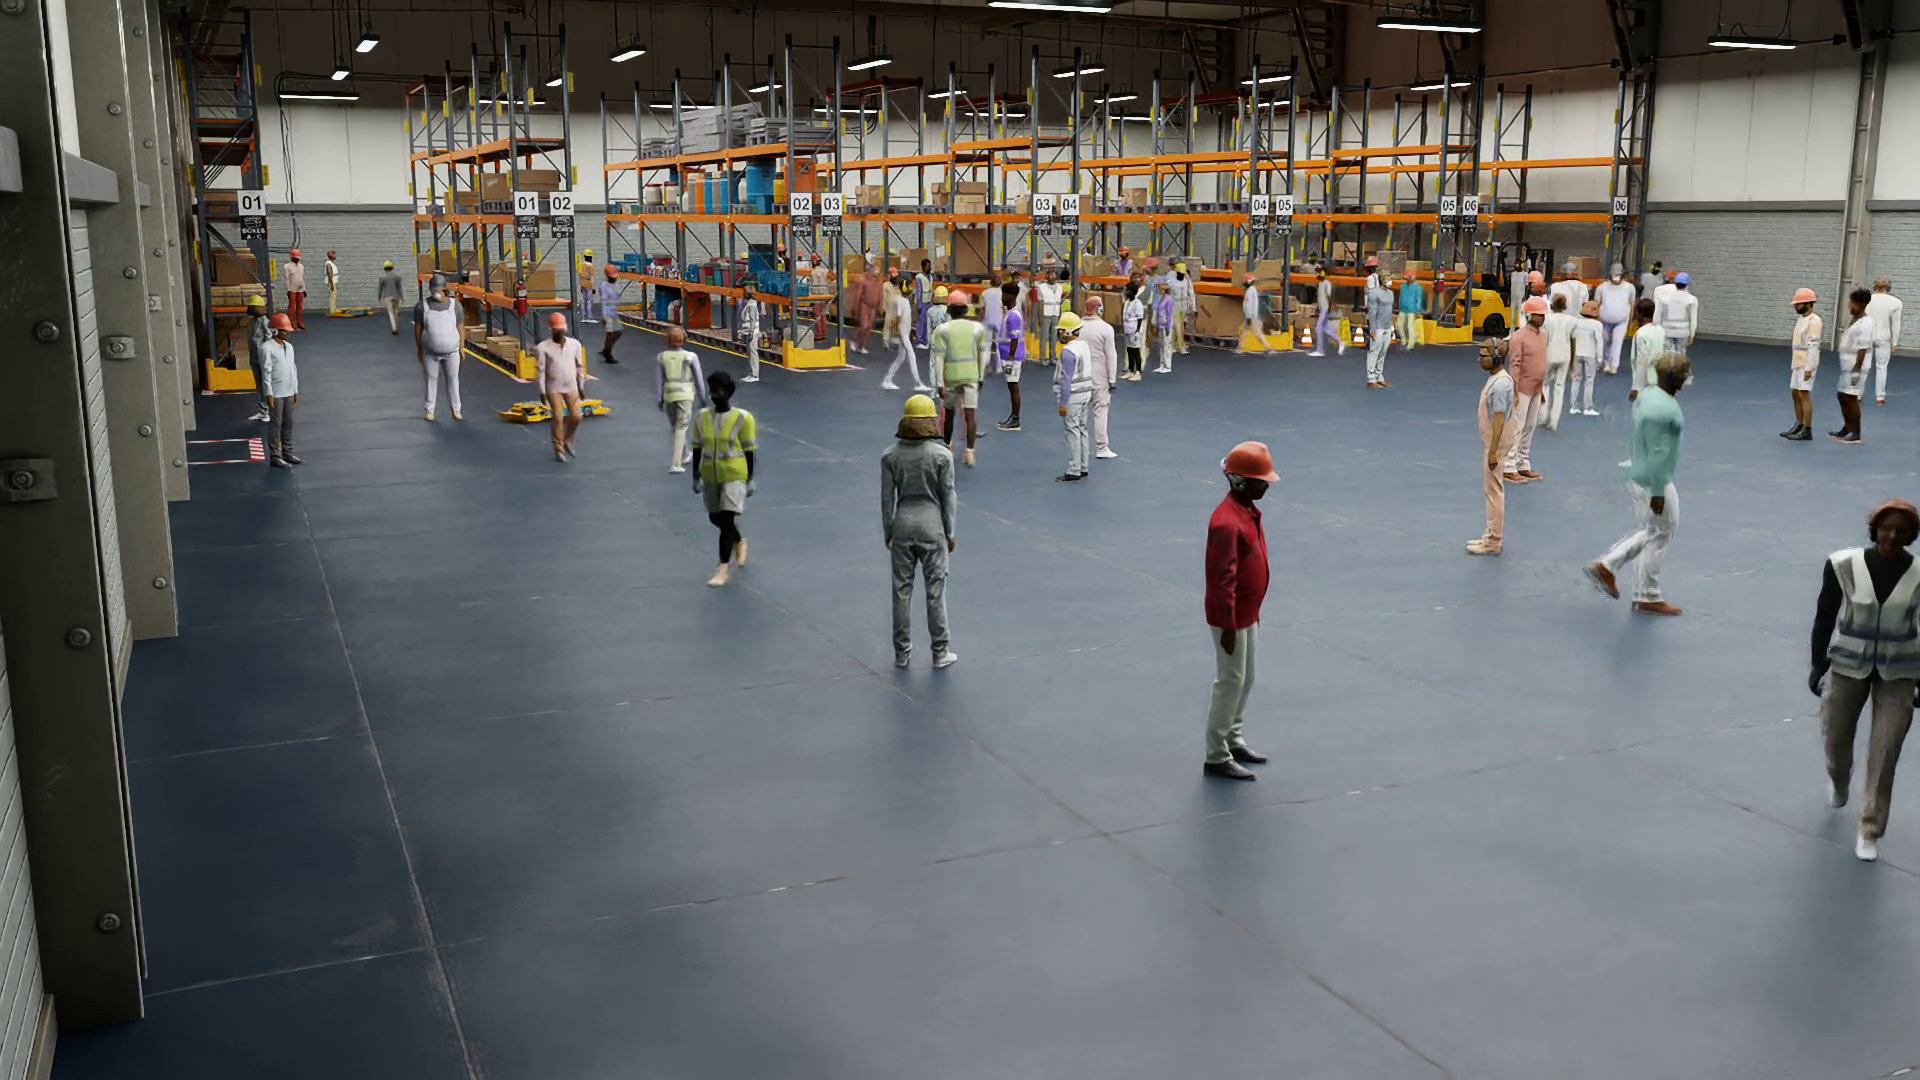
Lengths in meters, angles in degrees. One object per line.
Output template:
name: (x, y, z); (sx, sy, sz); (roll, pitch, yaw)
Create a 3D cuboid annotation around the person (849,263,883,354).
person: (-1.879, -4.748, 34.119); (0.532, 1.866, 0.675); (9, 14, 39)

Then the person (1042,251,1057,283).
person: (2.915, -8.625, 54.388); (0.522, 1.640, 0.305); (1, 11, 5)

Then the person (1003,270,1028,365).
person: (0.951, -4.087, 30.852); (0.528, 1.837, 0.779); (-6, 13, -28)

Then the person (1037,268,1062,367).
person: (1.683, -4.178, 31.258); (0.570, 1.844, 0.379); (-8, 14, -37)

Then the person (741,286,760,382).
person: (-3.582, -3.525, 28.458); (0.308, 1.645, 0.514); (-3, 12, -15)

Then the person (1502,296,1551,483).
person: (6.096, -1.608, 17.820); (0.623, 1.992, 0.396); (-10, 15, -40)

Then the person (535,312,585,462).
person: (-4.616, -1.768, 19.291); (0.584, 1.734, 0.381); (-7, 13, -33)

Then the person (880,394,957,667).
person: (-0.254, -0.054, 10.579); (0.483, 1.738, 0.313); (3, 11, 14)

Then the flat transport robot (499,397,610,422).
flat transport robot: (-5.715, -1.852, 23.457); (0.652, 0.197, 1.431); (9, 14, 37)

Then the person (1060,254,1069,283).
person: (2.941, -7.015, 45.915); (0.352, 1.758, 0.526); (-2, 11, -9)

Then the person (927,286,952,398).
person: (-0.289, -3.066, 25.874); (0.484, 1.742, 0.301); (8, 13, 34)

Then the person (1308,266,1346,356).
person: (7.465, -4.640, 33.678); (0.747, 1.829, 0.520); (0, 11, -1)

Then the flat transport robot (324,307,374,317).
flat transport robot: (-17.038, -6.367, 46.400); (0.652, 0.197, 1.431); (2, 11, 12)

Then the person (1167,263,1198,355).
person: (4.468, -4.728, 34.042); (0.607, 1.866, 1.035); (-4, 12, -21)

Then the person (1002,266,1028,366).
person: (0.994, -4.166, 31.086); (0.613, 1.889, 0.659); (7, 13, 30)

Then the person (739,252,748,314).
person: (-6.128, -7.299, 47.349); (0.342, 1.756, 0.518); (1, 11, 3)

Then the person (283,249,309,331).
person: (-16.277, -6.124, 40.793); (0.398, 1.985, 0.609); (5, 12, 23)

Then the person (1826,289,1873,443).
person: (11.185, -2.168, 20.829); (0.375, 1.930, 0.682); (2, 11, 12)

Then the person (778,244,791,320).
person: (-4.763, -6.934, 44.755); (0.366, 2.047, 0.607); (6, 12, 26)

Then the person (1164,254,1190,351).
person: (4.466, -4.962, 34.747); (0.687, 2.000, 0.535); (-11, 15, -43)

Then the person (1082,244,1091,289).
person: (4.160, -8.717, 54.267); (0.357, 1.879, 0.567); (6, 13, 27)

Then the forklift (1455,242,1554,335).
forklift: (13.047, -6.049, 39.881); (2.313, 2.155, 1.214); (-5, 12, -23)

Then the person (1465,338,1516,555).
person: (4.506, -0.790, 14.073); (0.348, 1.839, 0.504); (3, 12, 15)

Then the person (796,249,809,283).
person: (-5.026, -8.275, 52.353); (0.575, 1.739, 0.349); (-2, 11, -12)

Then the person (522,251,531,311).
person: (-12.867, -7.654, 49.164); (0.342, 1.748, 0.573); (-6, 12, -27)

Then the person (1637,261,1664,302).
person: (15.567, -5.384, 37.493); (0.530, 1.809, 0.963); (1, 11, 5)

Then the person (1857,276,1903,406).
person: (13.763, -2.985, 25.000); (0.625, 1.930, 0.380); (9, 14, 38)

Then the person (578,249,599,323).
person: (-9.757, -6.656, 43.646); (0.591, 1.926, 0.386); (10, 15, 42)

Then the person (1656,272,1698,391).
person: (11.529, -3.339, 26.780); (0.629, 1.927, 0.551); (5, 12, 26)

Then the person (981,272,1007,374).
person: (0.608, -3.834, 29.558); (0.544, 1.825, 0.712); (2, 11, 12)

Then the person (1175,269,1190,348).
person: (4.747, -4.935, 35.513); (0.319, 1.689, 0.539); (-2, 11, -11)

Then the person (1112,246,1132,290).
person: (4.179, -6.482, 42.467); (0.613, 2.041, 0.393); (4, 12, 19)

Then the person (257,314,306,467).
person: (-7.715, -1.701, 18.945); (0.352, 1.741, 0.569); (3, 11, 13)

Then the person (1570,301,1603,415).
person: (8.953, -2.597, 23.768); (0.272, 1.632, 0.507); (-7, 13, -34)

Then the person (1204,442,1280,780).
person: (1.436, 0.357, 8.491); (0.354, 1.737, 0.574); (5, 12, 22)
